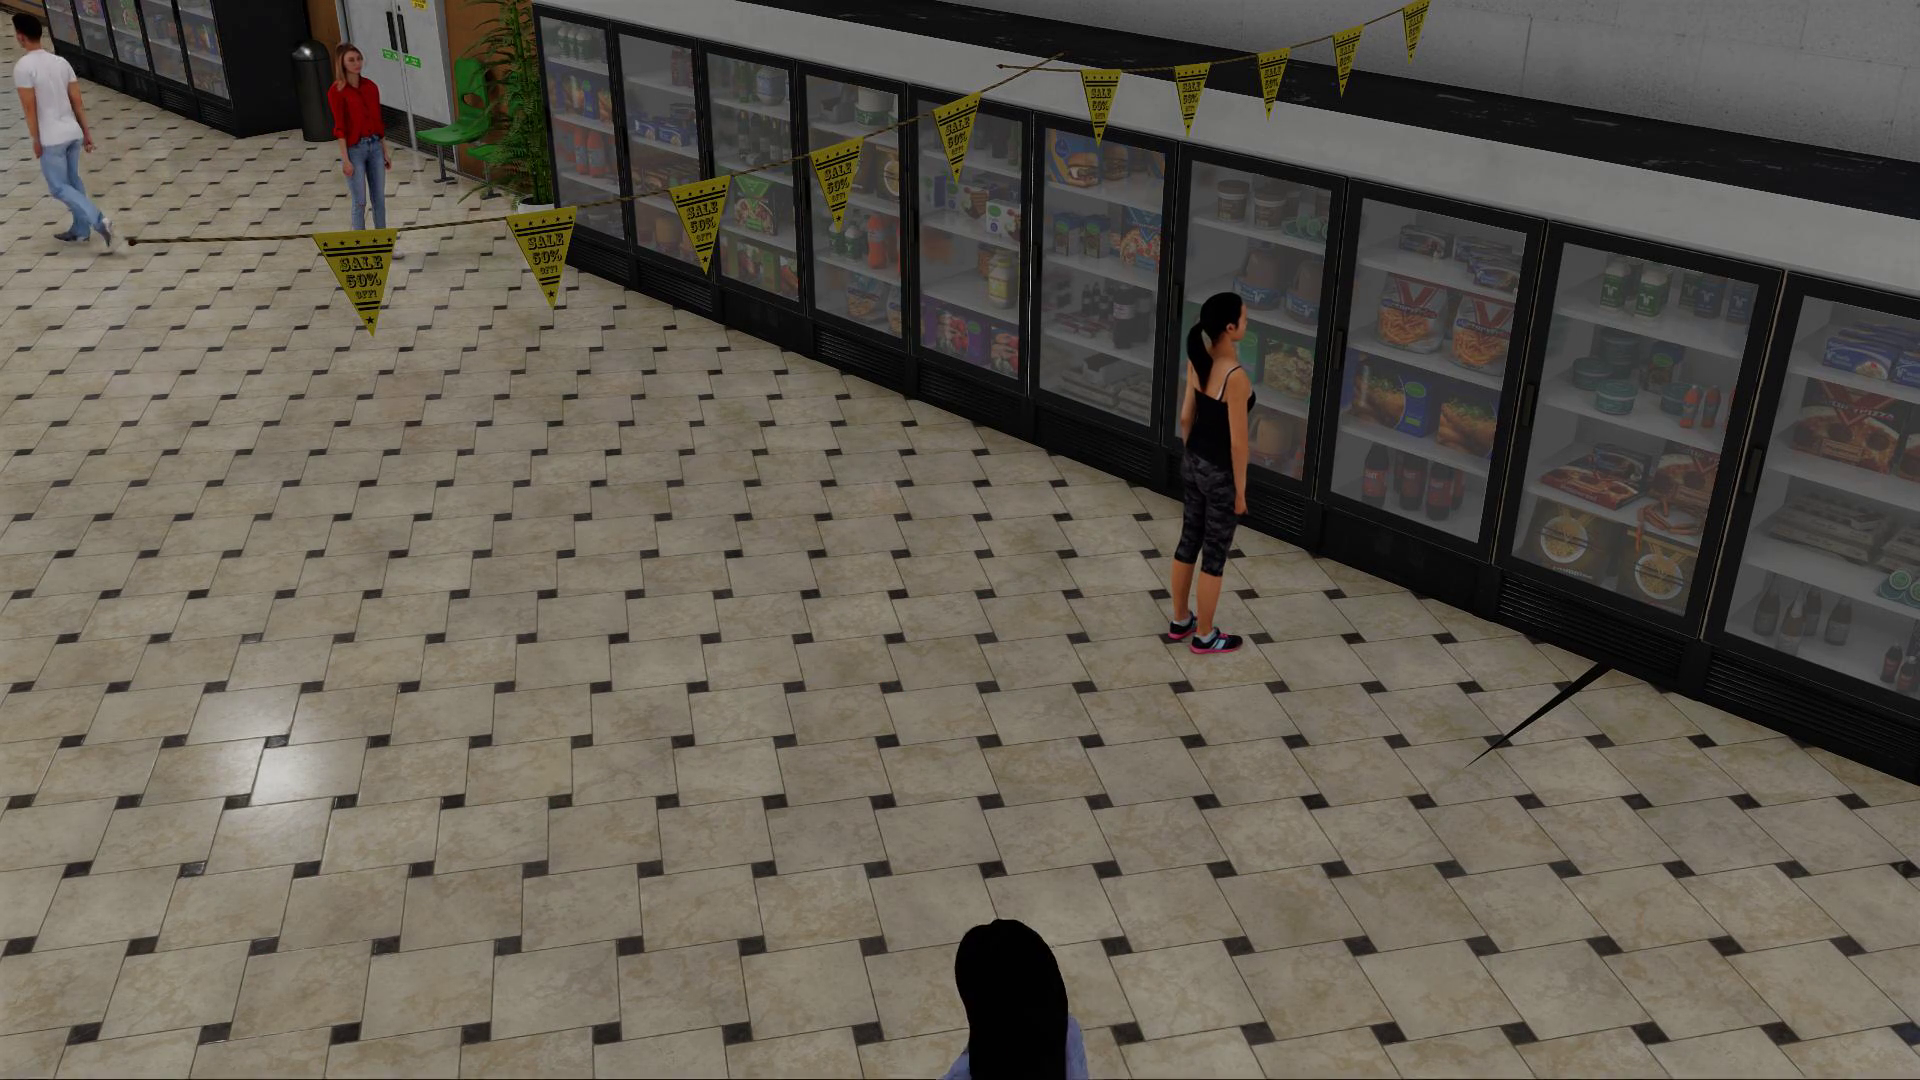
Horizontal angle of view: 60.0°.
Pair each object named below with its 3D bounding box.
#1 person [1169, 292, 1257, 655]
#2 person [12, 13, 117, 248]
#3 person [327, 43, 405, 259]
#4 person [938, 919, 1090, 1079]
[{"bbox_3d":[1.148,-0.300,7.616,0.619,1.729,0.626,-14,30,-25],"label":"person"},{"bbox_3d":[-7.114,-3.202,13.223,1.015,1.834,1.072,11,29,20],"label":"person"},{"bbox_3d":[-4.668,-3.014,12.994,0.714,1.705,0.512,17,31,30],"label":"person"},{"bbox_3d":[0.187,1.646,3.808,0.846,1.702,1.126,17,32,30],"label":"person"}]
